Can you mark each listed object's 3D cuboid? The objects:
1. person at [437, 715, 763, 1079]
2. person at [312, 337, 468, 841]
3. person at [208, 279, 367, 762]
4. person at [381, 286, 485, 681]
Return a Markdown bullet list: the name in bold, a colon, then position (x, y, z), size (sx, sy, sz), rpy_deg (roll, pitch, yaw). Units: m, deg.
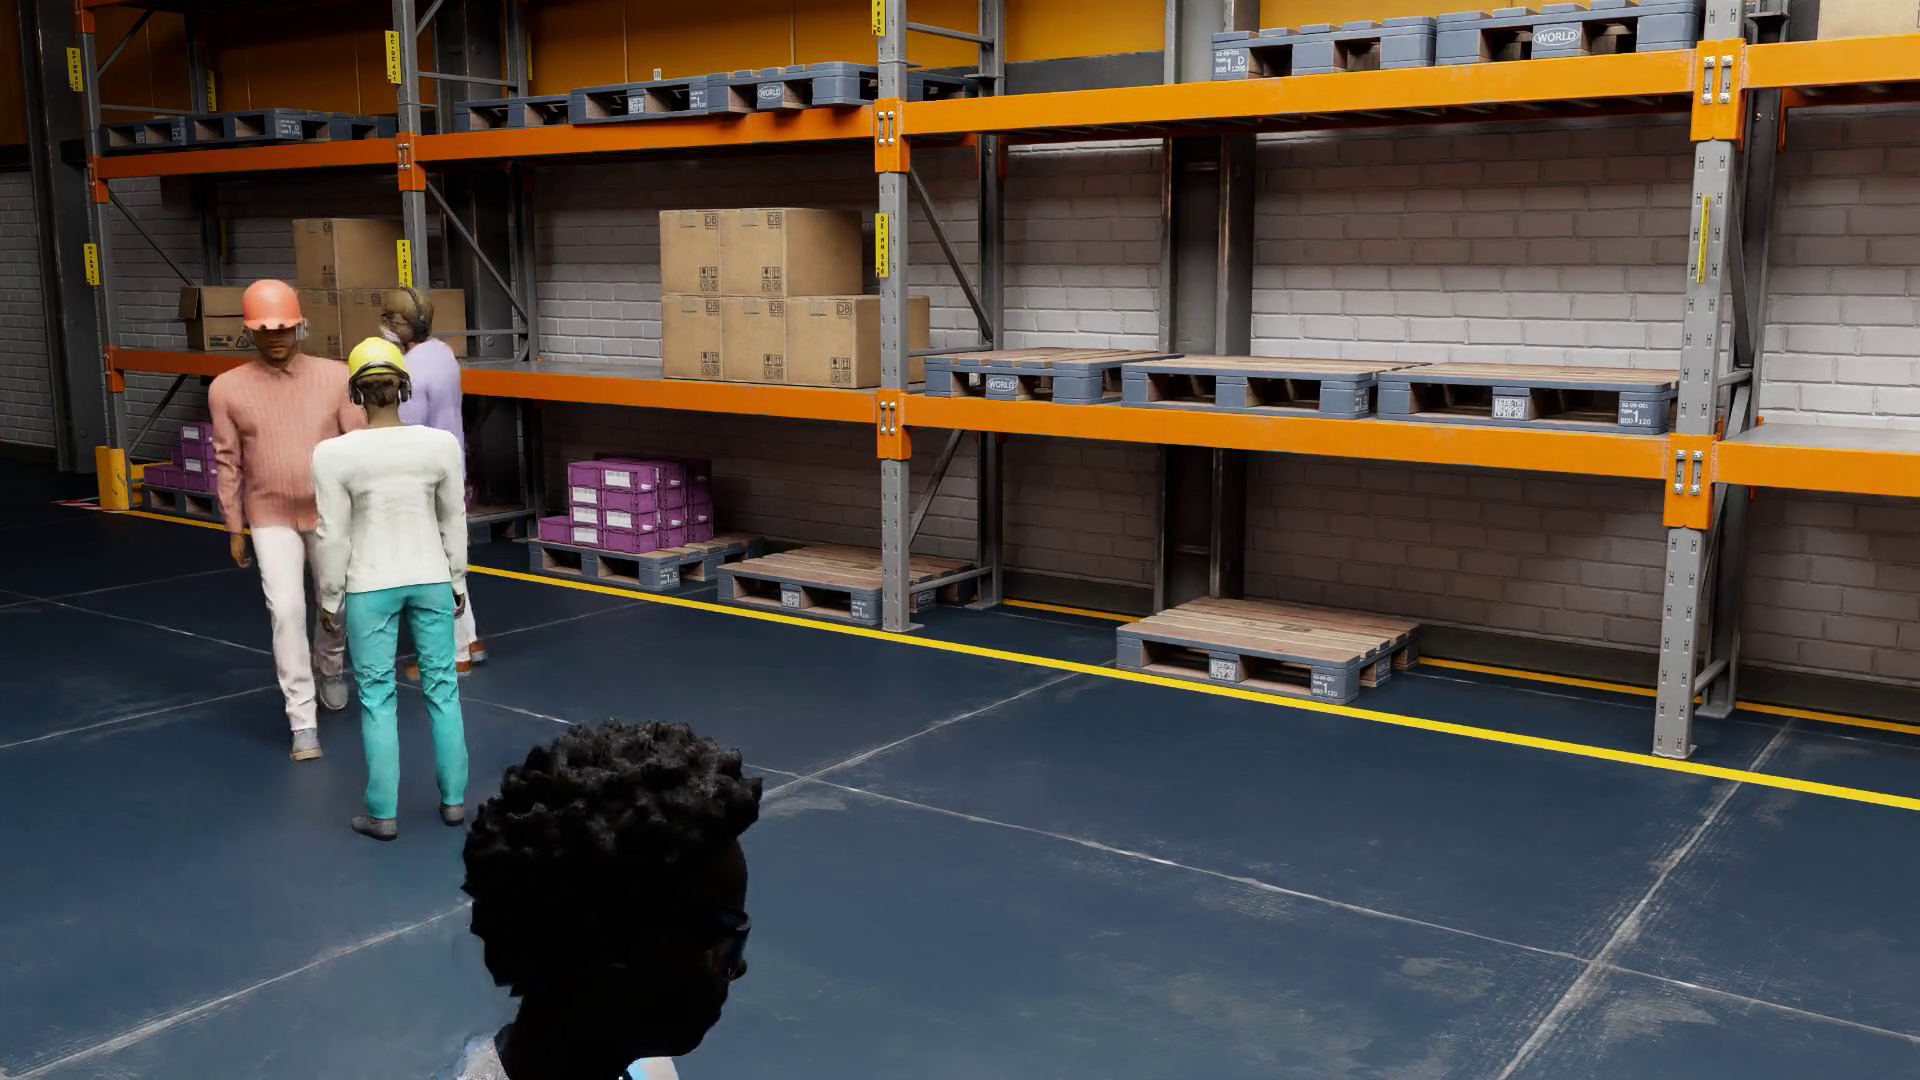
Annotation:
- **person**: position (-0.386, 0.968, 1.381), size (0.485, 1.658, 0.550), rpy_deg (0, 10, -1)
- **person**: position (-1.990, 0.173, 5.850), size (0.524, 1.760, 0.328), rpy_deg (-7, 12, -35)
- **person**: position (-2.790, -0.120, 7.038), size (0.659, 1.958, 0.929), rpy_deg (-4, 10, -24)
- **person**: position (-2.537, -0.259, 8.032), size (0.381, 1.907, 0.764), rpy_deg (0, 10, -1)
